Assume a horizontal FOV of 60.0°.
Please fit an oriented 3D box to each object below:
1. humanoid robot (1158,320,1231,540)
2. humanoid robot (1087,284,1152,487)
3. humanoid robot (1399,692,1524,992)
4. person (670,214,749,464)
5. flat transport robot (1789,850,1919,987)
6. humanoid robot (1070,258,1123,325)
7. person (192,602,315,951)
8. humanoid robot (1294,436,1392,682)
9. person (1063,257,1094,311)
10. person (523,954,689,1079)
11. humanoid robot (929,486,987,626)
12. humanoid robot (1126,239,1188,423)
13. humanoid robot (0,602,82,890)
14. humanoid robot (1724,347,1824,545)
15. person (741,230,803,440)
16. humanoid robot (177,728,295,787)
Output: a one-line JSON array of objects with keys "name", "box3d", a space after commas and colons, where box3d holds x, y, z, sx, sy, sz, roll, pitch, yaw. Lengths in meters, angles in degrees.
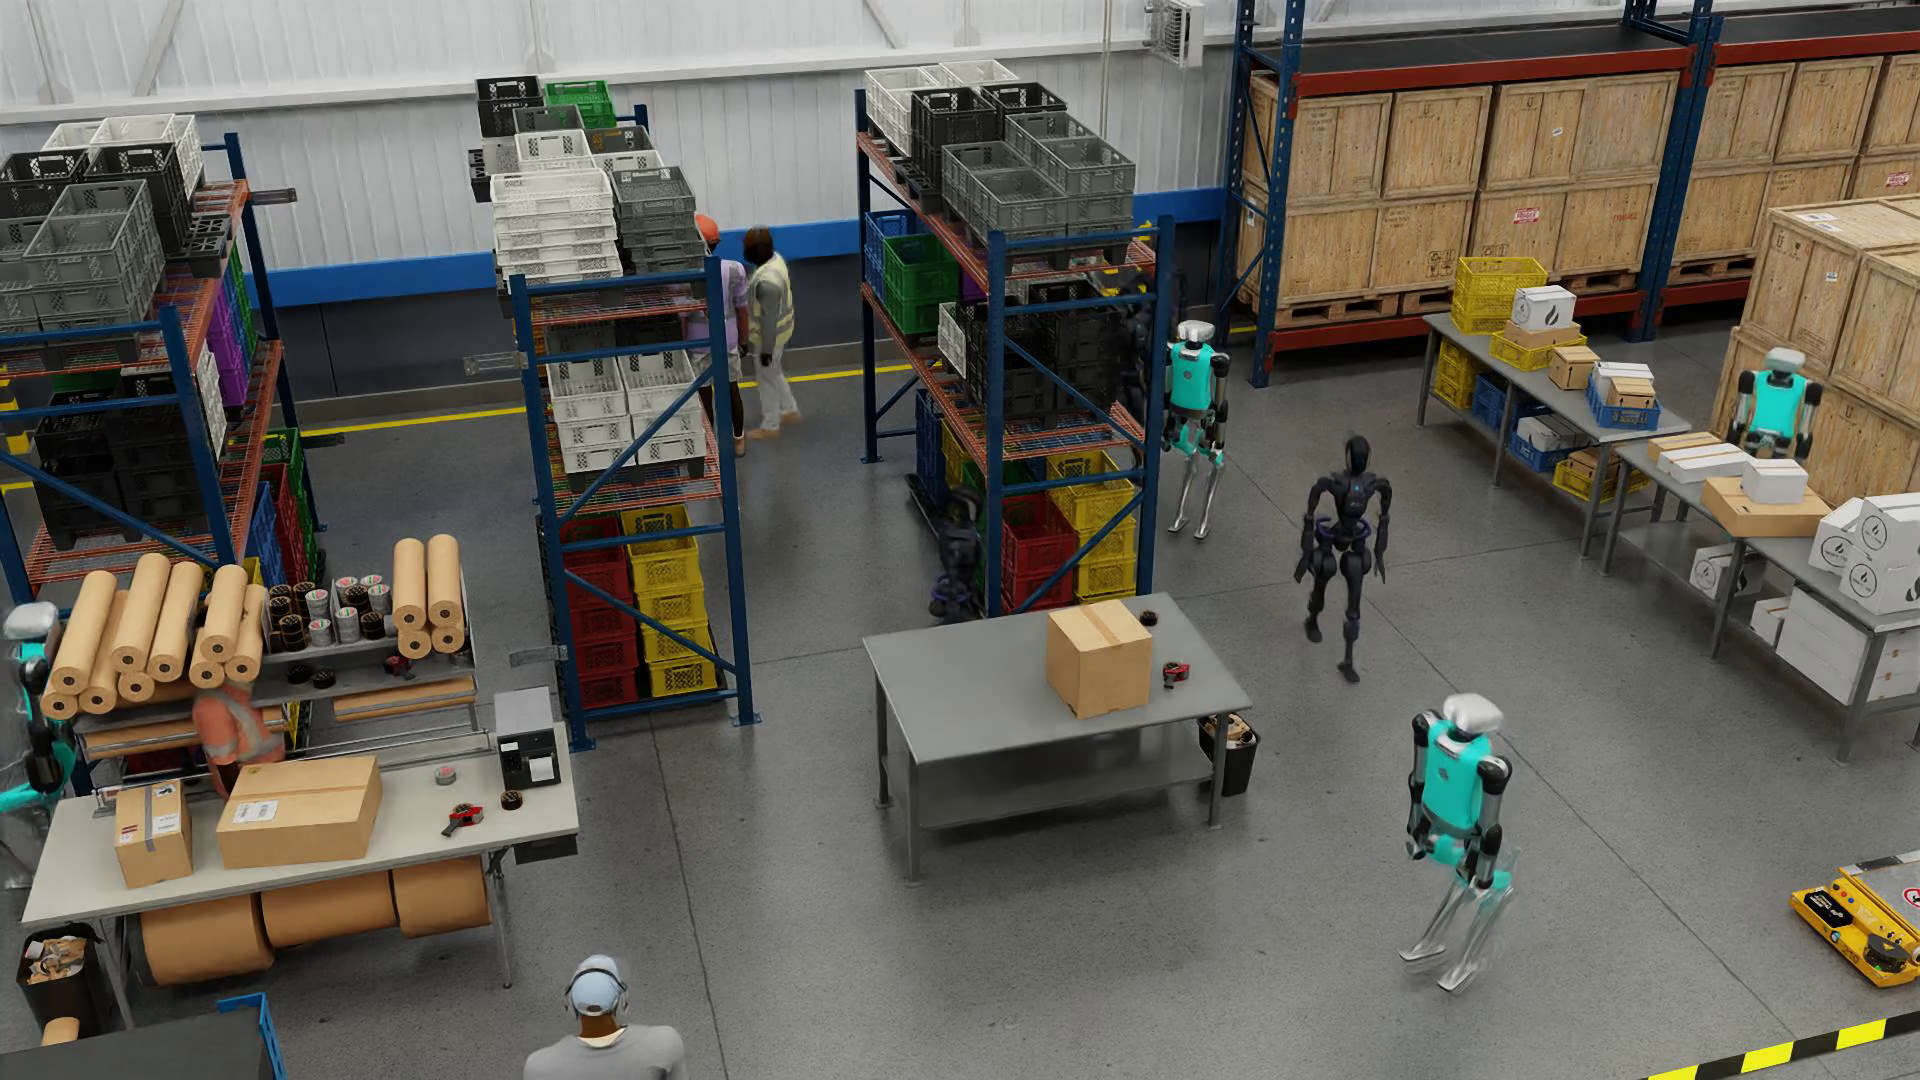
[{"name": "humanoid robot", "box3d": [1.749, -0.856, 12.094, 0.530, 1.700, 0.713, 15, 32, 26]}, {"name": "humanoid robot", "box3d": [1.257, -1.235, 12.977, 0.601, 1.634, 0.696, -23, 37, -36]}, {"name": "humanoid robot", "box3d": [2.483, 1.393, 7.962, 0.735, 1.677, 0.533, -17, 33, -28]}, {"name": "person", "box3d": [-1.971, -1.588, 13.209, 0.607, 2.045, 0.376, -12, 31, -21]}, {"name": "flat transport robot", "box3d": [5.163, 1.916, 8.676, 1.431, 0.231, 0.659, -8, 30, -14]}, {"name": "humanoid robot", "box3d": [1.197, -2.256, 14.779, 0.799, 1.801, 0.530, -12, 31, -20]}, {"name": "person", "box3d": [-3.524, 1.161, 8.288, 0.363, 1.962, 0.611, -5, 29, -9]}, {"name": "humanoid robot", "box3d": [2.443, 0.054, 10.650, 0.584, 1.623, 0.767, -1, 29, -2]}, {"name": "person", "box3d": [0.949, -2.269, 14.657, 0.601, 1.839, 0.881, -14, 32, -24]}, {"name": "person", "box3d": [-1.300, 2.311, 6.313, 0.597, 1.850, 0.397, -9, 30, -15]}, {"name": "humanoid robot", "box3d": [0.041, 0.438, 9.920, 0.693, 1.625, 0.608, 5, 29, 8]}, {"name": "humanoid robot", "box3d": [1.626, -1.788, 14.019, 0.589, 1.639, 0.779, -9, 30, -15]}, {"name": "humanoid robot", "box3d": [-4.823, 1.134, 8.580, 1.010, 1.724, 0.539, -7, 30, -13]}, {"name": "humanoid robot", "box3d": [5.449, -0.399, 11.397, 0.544, 1.754, 1.069, 18, 33, 29]}, {"name": "person", "box3d": [-1.567, -1.670, 13.612, 0.458, 1.817, 0.674, -3, 29, -5]}, {"name": "humanoid robot", "box3d": [-3.677, 1.197, 8.522, 0.601, 1.655, 0.344, -26, 38, -38]}]
